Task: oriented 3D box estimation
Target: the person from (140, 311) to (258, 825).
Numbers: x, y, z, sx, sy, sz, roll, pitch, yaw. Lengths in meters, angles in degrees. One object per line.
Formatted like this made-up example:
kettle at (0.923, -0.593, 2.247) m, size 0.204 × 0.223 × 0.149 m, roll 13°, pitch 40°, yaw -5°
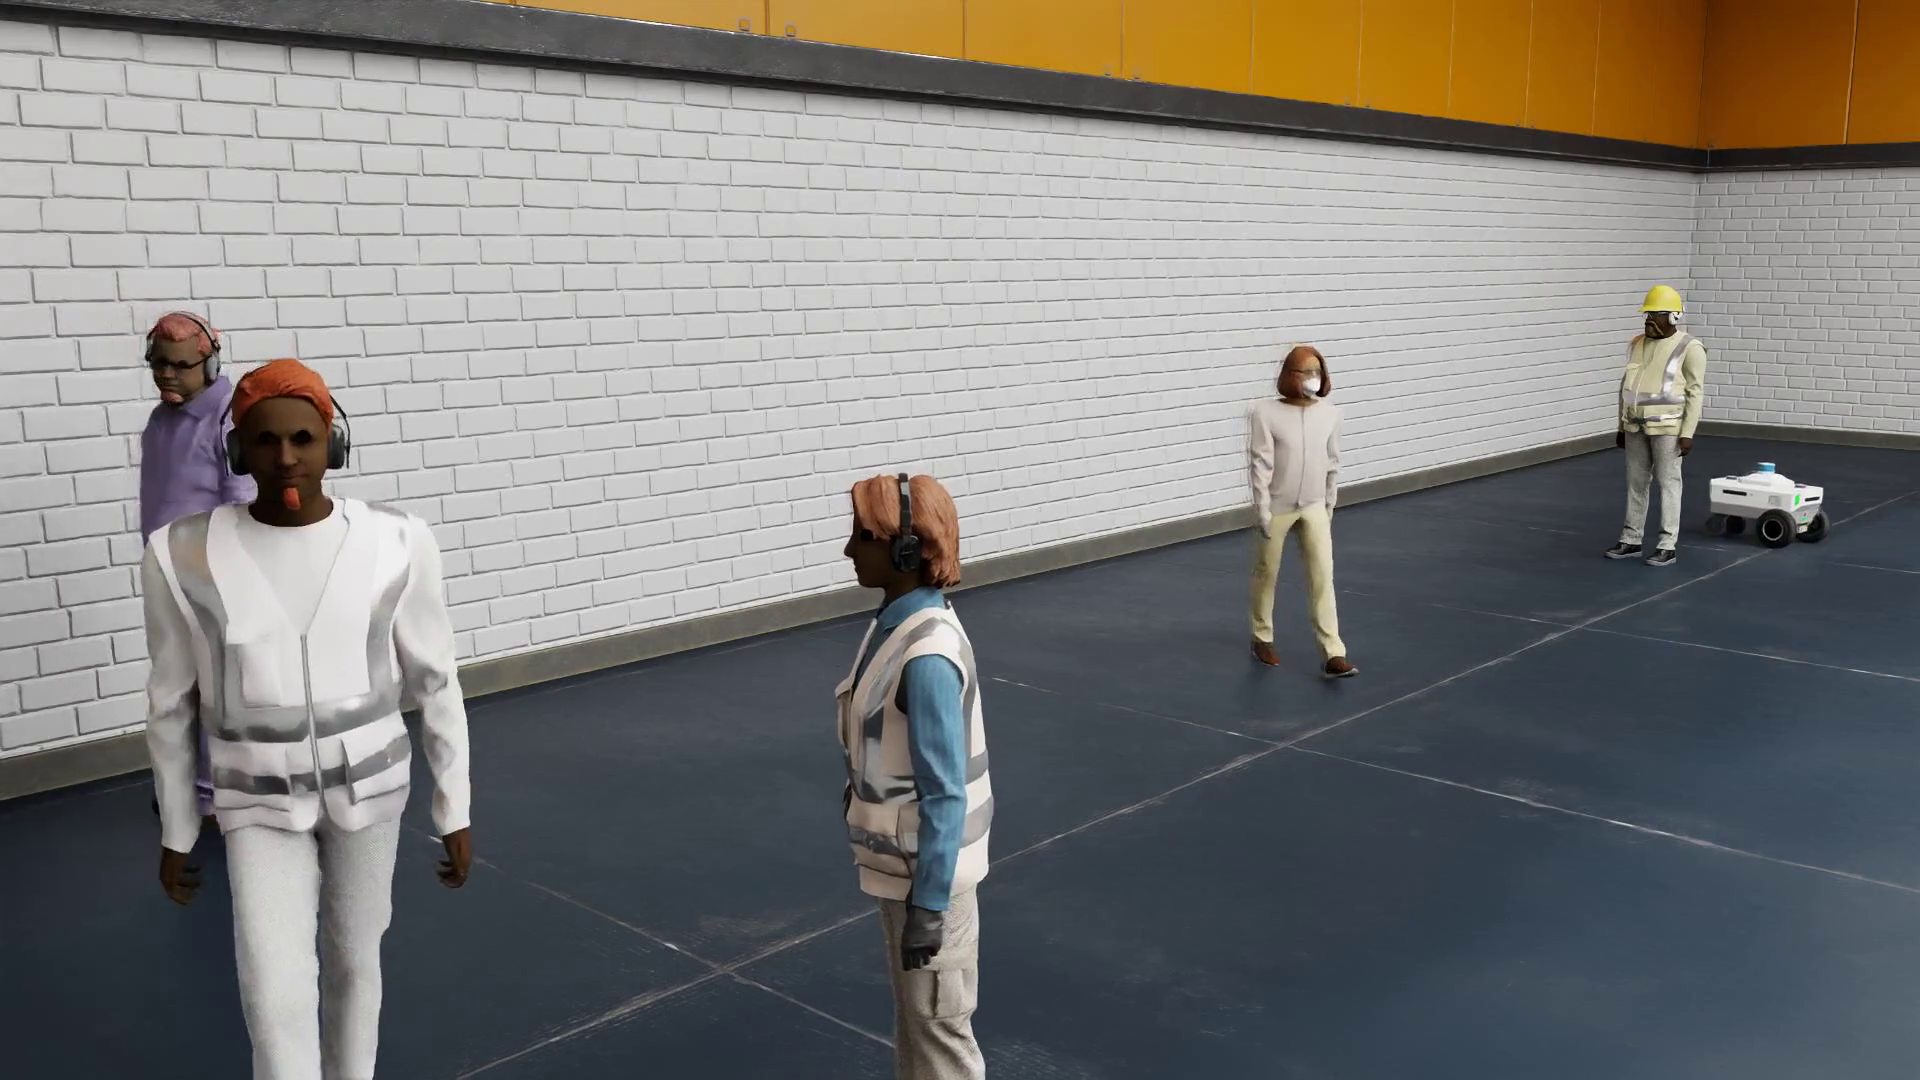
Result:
person at (-2.644, 0.150, 5.732) m, size 0.879 × 1.877 × 0.393 m, roll 8°, pitch 13°, yaw 39°

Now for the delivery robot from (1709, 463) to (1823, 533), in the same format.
delivery robot at (5.692, -0.304, 11.770) m, size 0.477 × 0.478 × 0.707 m, roll -6°, pitch 12°, yaw -32°

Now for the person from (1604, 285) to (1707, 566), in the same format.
person at (4.570, -0.752, 10.956) m, size 0.404 × 1.832 × 0.599 m, roll -6°, pitch 11°, yaw -29°

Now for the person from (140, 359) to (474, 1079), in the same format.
person at (-1.279, 0.580, 3.337) m, size 0.606 × 1.840 × 0.923 m, roll -5°, pitch 11°, yaw -26°

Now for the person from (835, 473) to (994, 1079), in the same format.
person at (-0.090, 0.675, 3.379) m, size 0.315 × 1.640 × 0.515 m, roll -2°, pitch 10°, yaw -9°

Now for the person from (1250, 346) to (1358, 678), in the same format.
person at (1.639, -0.125, 8.028) m, size 0.498 × 1.598 × 0.828 m, roll -2°, pitch 10°, yaw -12°
